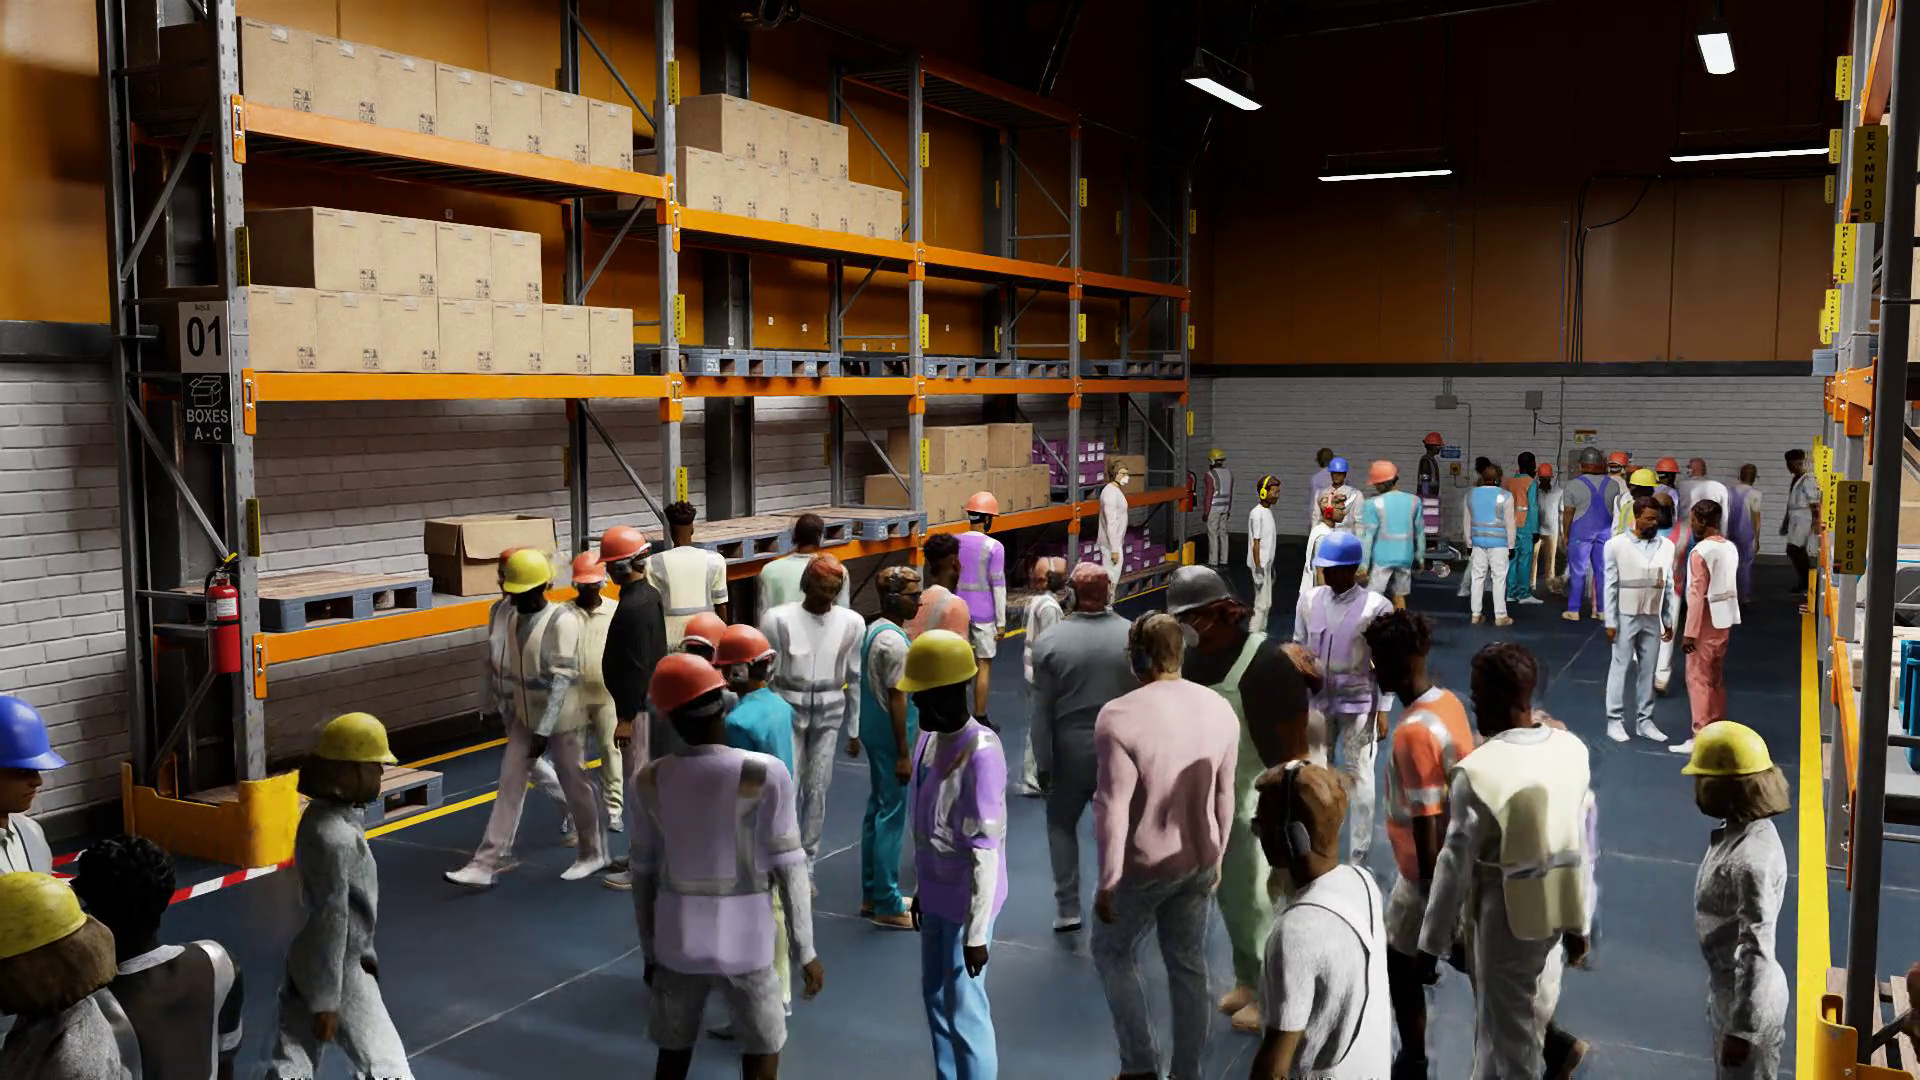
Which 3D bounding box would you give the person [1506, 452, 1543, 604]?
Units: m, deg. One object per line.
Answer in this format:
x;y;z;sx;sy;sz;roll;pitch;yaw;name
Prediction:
7.096;-0.154;20.987;0.393;1.919;0.589;-2;6;-17;person

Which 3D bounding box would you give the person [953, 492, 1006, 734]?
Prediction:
0.141;0.582;13.066;0.548;1.924;0.390;4;6;34;person

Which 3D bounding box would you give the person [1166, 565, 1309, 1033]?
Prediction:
1.154;1.066;7.208;0.613;2.000;0.719;-5;7;-40;person

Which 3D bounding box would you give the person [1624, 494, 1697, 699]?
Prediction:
6.181;0.490;14.788;0.636;1.788;0.999;3;6;27;person

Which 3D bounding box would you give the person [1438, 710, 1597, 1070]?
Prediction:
2.011;1.395;6.030;0.555;1.586;0.881;2;6;17;person

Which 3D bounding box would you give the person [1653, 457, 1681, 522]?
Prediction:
8.162;0.000;19.348;0.426;1.924;0.560;-1;5;-9;person

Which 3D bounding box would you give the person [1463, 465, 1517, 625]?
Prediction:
6.104;0.058;19.111;0.621;1.845;0.429;5;7;43;person

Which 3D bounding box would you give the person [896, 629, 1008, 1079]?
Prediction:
-0.036;1.257;5.832;0.400;1.914;0.596;-2;6;-20;person

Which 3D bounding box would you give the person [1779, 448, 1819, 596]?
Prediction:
10.944;-0.225;21.693;0.504;1.937;0.619;1;5;13;person

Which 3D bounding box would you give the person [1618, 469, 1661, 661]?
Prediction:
6.783;0.247;16.671;0.393;1.922;0.590;2;6;17;person

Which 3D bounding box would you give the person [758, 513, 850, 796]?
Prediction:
-1.038;0.764;11.239;0.631;1.893;0.557;0;5;5;person

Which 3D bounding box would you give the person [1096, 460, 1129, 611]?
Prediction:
1.694;0.086;18.315;0.377;1.936;0.628;1;5;7;person

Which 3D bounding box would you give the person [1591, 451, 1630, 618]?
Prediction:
7.678;-0.048;19.509;0.621;1.986;0.409;5;7;44;person

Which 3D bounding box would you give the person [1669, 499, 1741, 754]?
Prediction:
5.602;0.651;12.414;0.598;1.905;0.390;-5;7;-44;person

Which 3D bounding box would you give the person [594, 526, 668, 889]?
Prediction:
-1.802;0.912;9.157;0.393;1.985;0.611;0;5;-2;person

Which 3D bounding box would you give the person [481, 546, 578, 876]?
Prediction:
-2.469;0.943;9.579;0.586;1.851;0.934;4;7;38;person

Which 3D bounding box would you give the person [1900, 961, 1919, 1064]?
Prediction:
2.088;1.642;3.403;0.873;1.590;0.522;3;6;33;person

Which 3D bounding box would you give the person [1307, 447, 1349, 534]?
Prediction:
4.952;-0.294;22.456;0.652;1.927;0.645;-3;6;-26;person

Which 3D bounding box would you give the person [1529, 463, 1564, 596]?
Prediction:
7.601;-0.136;21.669;0.573;1.748;0.342;1;5;9;person

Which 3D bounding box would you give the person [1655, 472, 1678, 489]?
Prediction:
8.395;0.021;19.903;0.316;1.769;0.523;1;5;15;person

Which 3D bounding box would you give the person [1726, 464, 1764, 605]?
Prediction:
9.631;-0.044;20.552;0.958;1.793;0.538;-5;7;-41;person

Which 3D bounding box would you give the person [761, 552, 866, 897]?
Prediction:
-0.822;0.990;8.942;0.646;1.866;0.401;-1;5;-12;person

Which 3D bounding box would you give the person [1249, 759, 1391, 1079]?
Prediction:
0.770;1.449;4.214;0.712;1.821;0.527;3;6;31;person

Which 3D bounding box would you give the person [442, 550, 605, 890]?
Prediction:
-2.321;0.984;9.038;0.588;1.864;0.943;4;6;35;person

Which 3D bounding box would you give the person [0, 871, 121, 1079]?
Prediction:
-1.948;1.555;3.566;0.308;1.736;0.484;-4;7;-38;person

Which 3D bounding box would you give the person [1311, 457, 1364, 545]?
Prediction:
4.241;0.040;18.724;0.611;1.950;0.377;4;6;34;person

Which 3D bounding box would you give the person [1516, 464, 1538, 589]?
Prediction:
7.661;-0.212;22.481;0.337;1.749;0.574;2;6;22;person

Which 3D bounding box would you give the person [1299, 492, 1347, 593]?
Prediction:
3.145;0.499;14.431;0.387;1.837;0.560;2;6;17;person

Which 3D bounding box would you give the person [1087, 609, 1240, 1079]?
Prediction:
0.740;1.213;6.241;0.665;1.919;0.523;-3;6;-28;person

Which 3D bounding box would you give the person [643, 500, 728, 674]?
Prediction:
-1.904;0.703;11.525;0.603;1.964;0.367;-2;6;-21;person

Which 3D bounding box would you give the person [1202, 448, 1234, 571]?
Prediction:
3.794;-0.453;24.658;0.603;1.830;0.404;-5;7;-43;person

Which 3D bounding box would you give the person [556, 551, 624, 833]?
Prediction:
-2.272;0.934;10.217;0.570;1.742;0.351;-1;5;-9;person

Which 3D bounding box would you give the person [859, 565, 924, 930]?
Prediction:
-0.338;1.047;8.482;0.346;1.844;0.524;-1;5;-15;person

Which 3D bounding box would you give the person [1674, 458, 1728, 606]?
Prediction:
8.962;-0.055;20.207;0.655;1.861;0.944;2;6;23;person

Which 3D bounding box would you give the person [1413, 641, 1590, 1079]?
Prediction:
1.753;1.280;5.646;0.623;1.897;0.761;-4;7;-36;person

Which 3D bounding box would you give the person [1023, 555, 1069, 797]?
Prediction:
0.585;0.916;10.991;0.396;1.629;0.536;0;5;-4;person

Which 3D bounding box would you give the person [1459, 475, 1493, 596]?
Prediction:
6.855;-0.108;21.733;0.880;1.674;0.530;-3;6;-27;person

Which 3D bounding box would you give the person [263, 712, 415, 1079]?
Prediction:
-1.969;1.403;5.422;0.929;1.679;0.497;-3;6;-29;person

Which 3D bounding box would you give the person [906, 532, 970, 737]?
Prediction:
-0.087;0.923;9.405;0.383;1.919;0.774;-2;6;-21;person

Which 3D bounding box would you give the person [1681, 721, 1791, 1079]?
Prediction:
2.352;1.414;5.084;0.322;1.735;0.487;2;6;21;person

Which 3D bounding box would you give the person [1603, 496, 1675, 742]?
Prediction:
5.243;0.606;12.878;0.593;1.910;0.408;-1;5;-12;person

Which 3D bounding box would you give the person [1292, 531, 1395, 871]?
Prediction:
2.142;0.914;9.366;0.605;1.943;0.402;4;7;37;person

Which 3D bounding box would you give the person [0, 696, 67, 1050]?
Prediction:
-2.571;1.376;4.427;0.416;1.939;0.605;0;5;-2;person

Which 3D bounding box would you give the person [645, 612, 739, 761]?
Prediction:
-1.200;1.186;7.745;0.573;1.704;0.924;1;5;14;person

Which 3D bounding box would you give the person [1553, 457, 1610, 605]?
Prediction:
7.827;-0.113;20.815;0.603;1.866;0.597;0;5;-3;person

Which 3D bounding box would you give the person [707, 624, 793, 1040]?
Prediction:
-0.903;1.226;7.096;0.354;1.737;0.575;1;5;13;person

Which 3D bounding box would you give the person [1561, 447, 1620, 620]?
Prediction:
7.356;-0.077;19.508;0.682;2.000;0.537;0;5;-3;person

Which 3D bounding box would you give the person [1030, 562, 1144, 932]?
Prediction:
0.654;1.057;8.162;0.639;1.889;0.598;0;5;-4;person

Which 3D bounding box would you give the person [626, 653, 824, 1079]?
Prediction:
-0.763;1.317;5.337;0.632;1.896;0.432;1;5;10;person

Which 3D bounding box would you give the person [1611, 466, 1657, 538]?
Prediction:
7.406;0.126;18.215;0.361;1.876;0.578;-4;6;-35;person

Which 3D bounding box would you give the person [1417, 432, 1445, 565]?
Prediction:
7.206;-0.629;25.470;0.404;2.037;0.606;3;6;25;person

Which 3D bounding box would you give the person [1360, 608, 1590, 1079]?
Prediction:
1.914;1.215;6.252;0.804;1.922;0.630;3;6;31;person

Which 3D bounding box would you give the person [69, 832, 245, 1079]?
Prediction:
-1.932;1.538;3.970;0.321;1.693;0.529;2;6;20;person

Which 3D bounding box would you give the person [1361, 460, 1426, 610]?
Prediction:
4.356;0.210;16.545;0.753;2.029;0.716;-1;5;-9;person

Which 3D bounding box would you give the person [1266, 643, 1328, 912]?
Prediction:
1.447;1.266;7.343;0.330;1.617;0.600;-2;6;-17;person

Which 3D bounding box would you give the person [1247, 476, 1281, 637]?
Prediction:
3.045;0.289;16.589;0.348;1.856;0.523;2;6;23;person
